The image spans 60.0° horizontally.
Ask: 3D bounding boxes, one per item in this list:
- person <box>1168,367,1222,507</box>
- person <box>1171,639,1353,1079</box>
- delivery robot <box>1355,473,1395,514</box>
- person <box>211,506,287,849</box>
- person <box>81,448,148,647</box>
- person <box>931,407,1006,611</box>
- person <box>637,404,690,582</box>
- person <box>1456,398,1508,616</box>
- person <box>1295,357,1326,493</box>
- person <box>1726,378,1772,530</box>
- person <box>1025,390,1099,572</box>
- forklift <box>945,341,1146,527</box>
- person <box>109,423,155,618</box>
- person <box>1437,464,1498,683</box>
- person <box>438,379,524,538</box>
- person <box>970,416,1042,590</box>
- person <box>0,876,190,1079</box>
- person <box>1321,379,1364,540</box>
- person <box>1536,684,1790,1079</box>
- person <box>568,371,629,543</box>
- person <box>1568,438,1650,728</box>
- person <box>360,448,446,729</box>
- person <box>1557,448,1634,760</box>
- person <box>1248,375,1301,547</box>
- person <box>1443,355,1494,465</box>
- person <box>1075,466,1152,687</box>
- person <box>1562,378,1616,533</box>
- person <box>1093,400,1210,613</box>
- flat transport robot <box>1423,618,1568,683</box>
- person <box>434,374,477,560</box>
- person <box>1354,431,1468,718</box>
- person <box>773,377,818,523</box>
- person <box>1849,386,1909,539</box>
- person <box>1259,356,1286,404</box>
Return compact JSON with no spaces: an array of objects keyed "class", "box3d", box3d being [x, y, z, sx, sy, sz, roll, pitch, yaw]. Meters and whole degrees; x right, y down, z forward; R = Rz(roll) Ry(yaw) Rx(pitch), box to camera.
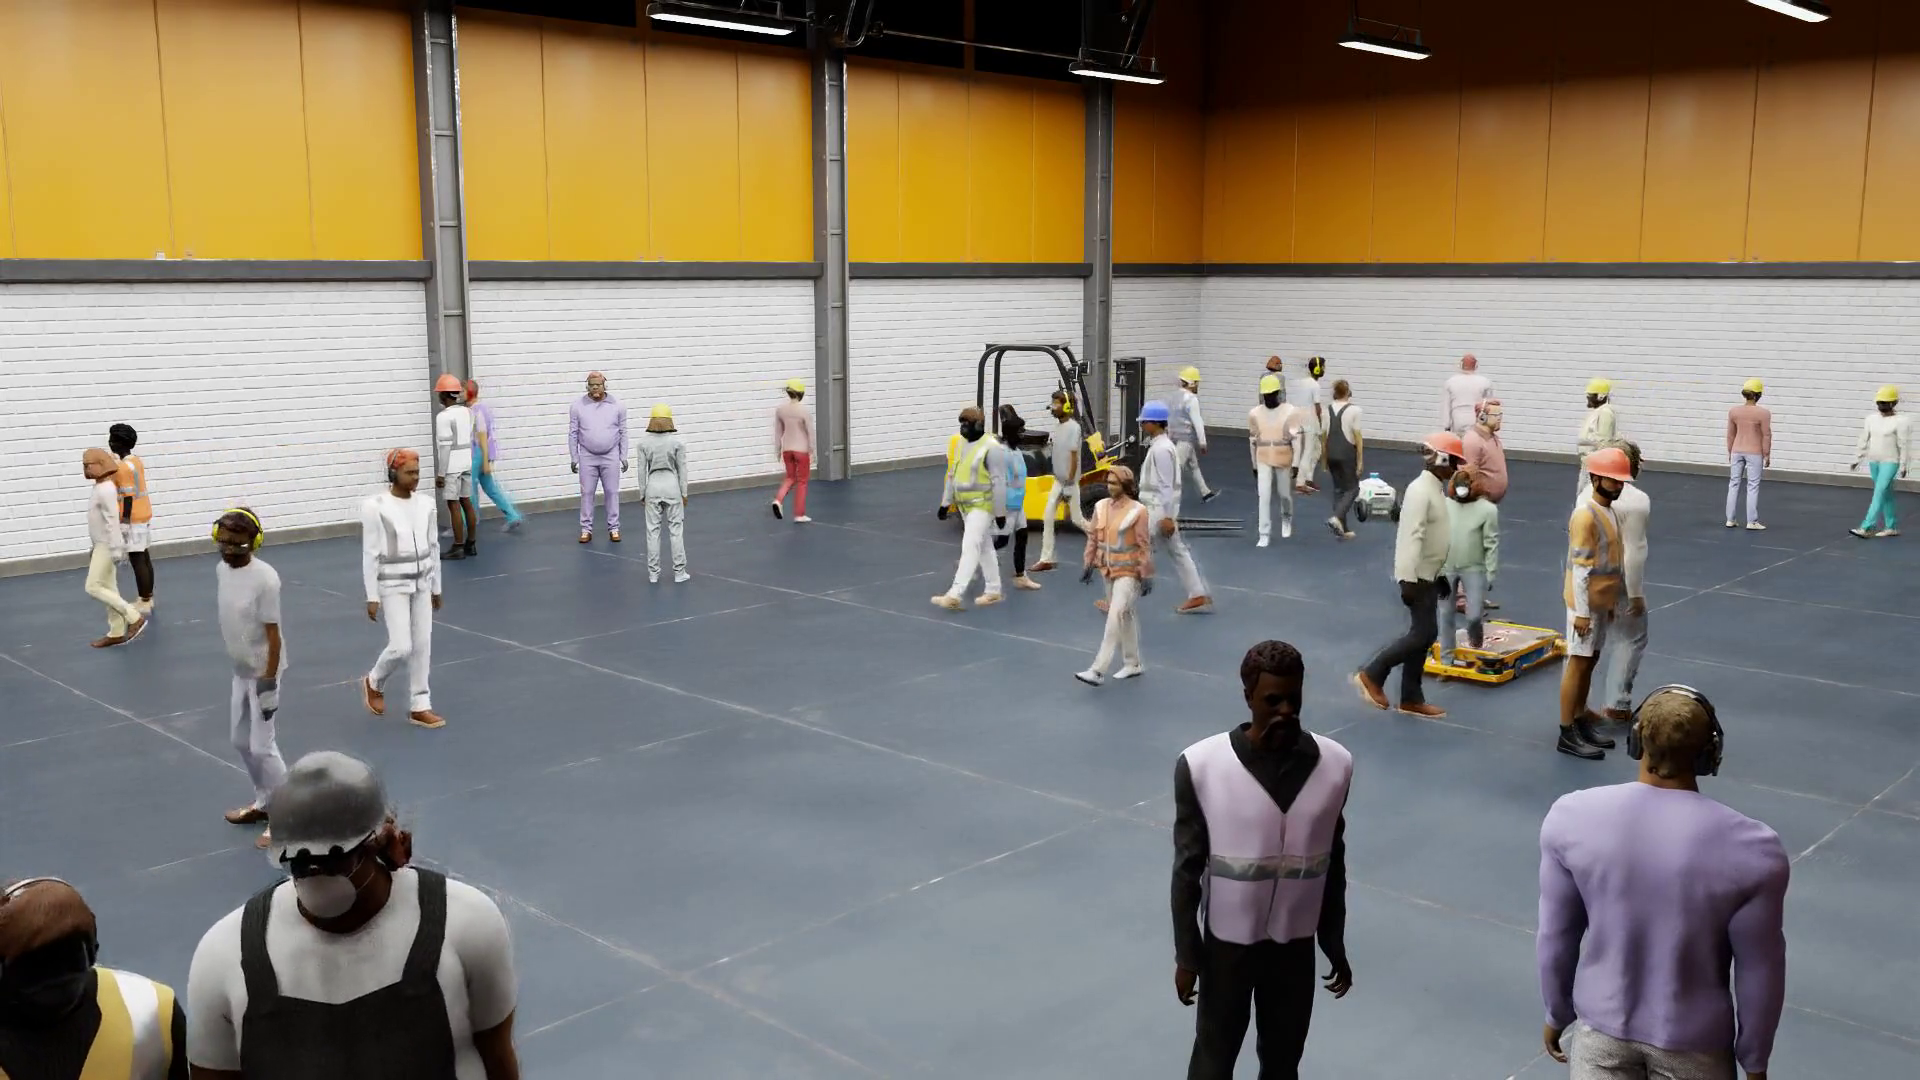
[{"class":"person","box3d":[2.974,-1.304,21.191,0.917,1.782,0.626,-3,10,-15]},{"class":"person","box3d":[0.932,1.243,5.175,0.588,1.920,0.390,-2,10,-14]},{"class":"delivery robot","box3d":[5.026,-0.571,20.184,0.477,0.478,0.707,0,9,-2]},{"class":"person","box3d":[-3.711,0.709,8.729,0.619,1.830,0.462,7,12,37]},{"class":"person","box3d":[-6.838,0.068,13.296,0.378,1.622,0.505,-5,11,-28]},{"class":"person","box3d":[0.041,-0.272,14.821,0.904,1.804,0.630,-5,11,-28]},{"class":"person","box3d":[-2.872,-0.452,16.133,0.484,1.736,0.305,0,9,0]},{"class":"person","box3d":[4.617,-0.295,14.680,0.404,1.903,0.685,6,11,31]},{"class":"person","box3d":[4.797,-1.554,22.535,0.571,1.848,0.550,-1,9,-7]},{"class":"person","box3d":[9.188,-0.999,19.379,0.306,1.772,0.525,-7,11,-35]},{"class":"person","box3d":[1.127,-0.594,16.691,0.889,1.841,0.519,-5,10,-26]},{"class":"forklift","box3d":[0.977,-1.223,19.452,2.313,2.155,1.214,2,9,11]},{"class":"person","box3d":[-7.247,-0.175,14.546,0.322,1.697,0.532,-2,10,-15]},{"class":"person","box3d":[3.663,0.245,12.212,0.522,1.625,0.322,5,11,29]},{"class":"person","box3d":[-5.460,-0.938,18.922,0.965,1.803,0.586,-4,10,-23]},{"class":"person","box3d":[0.387,-0.347,15.709,0.707,1.669,0.538,3,10,19]},{"class":"person","box3d":[-1.885,1.584,3.460,0.646,1.812,0.791,-7,11,-35]},{"class":"person","box3d":[4.252,-0.885,18.557,0.569,1.807,0.466,9,13,43]},{"class":"person","box3d":[1.885,1.339,4.527,0.630,1.940,0.371,6,11,33]},{"class":"person","box3d":[-4.001,-0.914,18.443,0.652,1.906,0.403,-2,9,-12]},{"class":"person","box3d":[4.311,0.297,10.945,0.653,1.924,0.678,-3,10,-18]},{"class":"person","box3d":[-3.692,0.320,10.983,0.537,1.870,0.604,6,11,33]},{"class":"person","box3d":[3.978,0.385,10.390,0.376,1.934,0.547,7,12,37]},{"class":"person","box3d":[3.501,-0.901,18.474,0.602,1.889,0.932,3,10,19]},{"class":"person","box3d":[6.993,-1.605,22.818,0.647,1.866,0.859,5,11,30]},{"class":"person","box3d":[1.071,0.271,12.084,0.810,1.606,0.529,-7,12,-37]},{"class":"person","box3d":[7.298,-0.941,18.905,0.699,1.812,0.598,1,9,9]},{"class":"person","box3d":[1.725,-0.273,14.548,1.027,1.895,0.632,1,9,7]},{"class":"flat transport robot","box3d":[4.095,0.832,12.737,0.652,0.197,1.431,8,12,40]},{"class":"person","box3d":[-5.300,-0.760,17.394,0.362,1.939,0.543,3,10,17]},{"class":"person","box3d":[3.106,0.237,11.285,0.568,1.948,0.649,5,10,26]},{"class":"person","box3d":[-1.973,-1.054,19.771,0.530,1.754,0.457,6,11,31]},{"class":"person","box3d":[10.284,-0.856,18.666,0.902,1.720,0.526,-3,10,-18]},{"class":"person","box3d":[5.047,-2.145,26.822,0.276,1.631,0.507,-8,12,-40]}]
